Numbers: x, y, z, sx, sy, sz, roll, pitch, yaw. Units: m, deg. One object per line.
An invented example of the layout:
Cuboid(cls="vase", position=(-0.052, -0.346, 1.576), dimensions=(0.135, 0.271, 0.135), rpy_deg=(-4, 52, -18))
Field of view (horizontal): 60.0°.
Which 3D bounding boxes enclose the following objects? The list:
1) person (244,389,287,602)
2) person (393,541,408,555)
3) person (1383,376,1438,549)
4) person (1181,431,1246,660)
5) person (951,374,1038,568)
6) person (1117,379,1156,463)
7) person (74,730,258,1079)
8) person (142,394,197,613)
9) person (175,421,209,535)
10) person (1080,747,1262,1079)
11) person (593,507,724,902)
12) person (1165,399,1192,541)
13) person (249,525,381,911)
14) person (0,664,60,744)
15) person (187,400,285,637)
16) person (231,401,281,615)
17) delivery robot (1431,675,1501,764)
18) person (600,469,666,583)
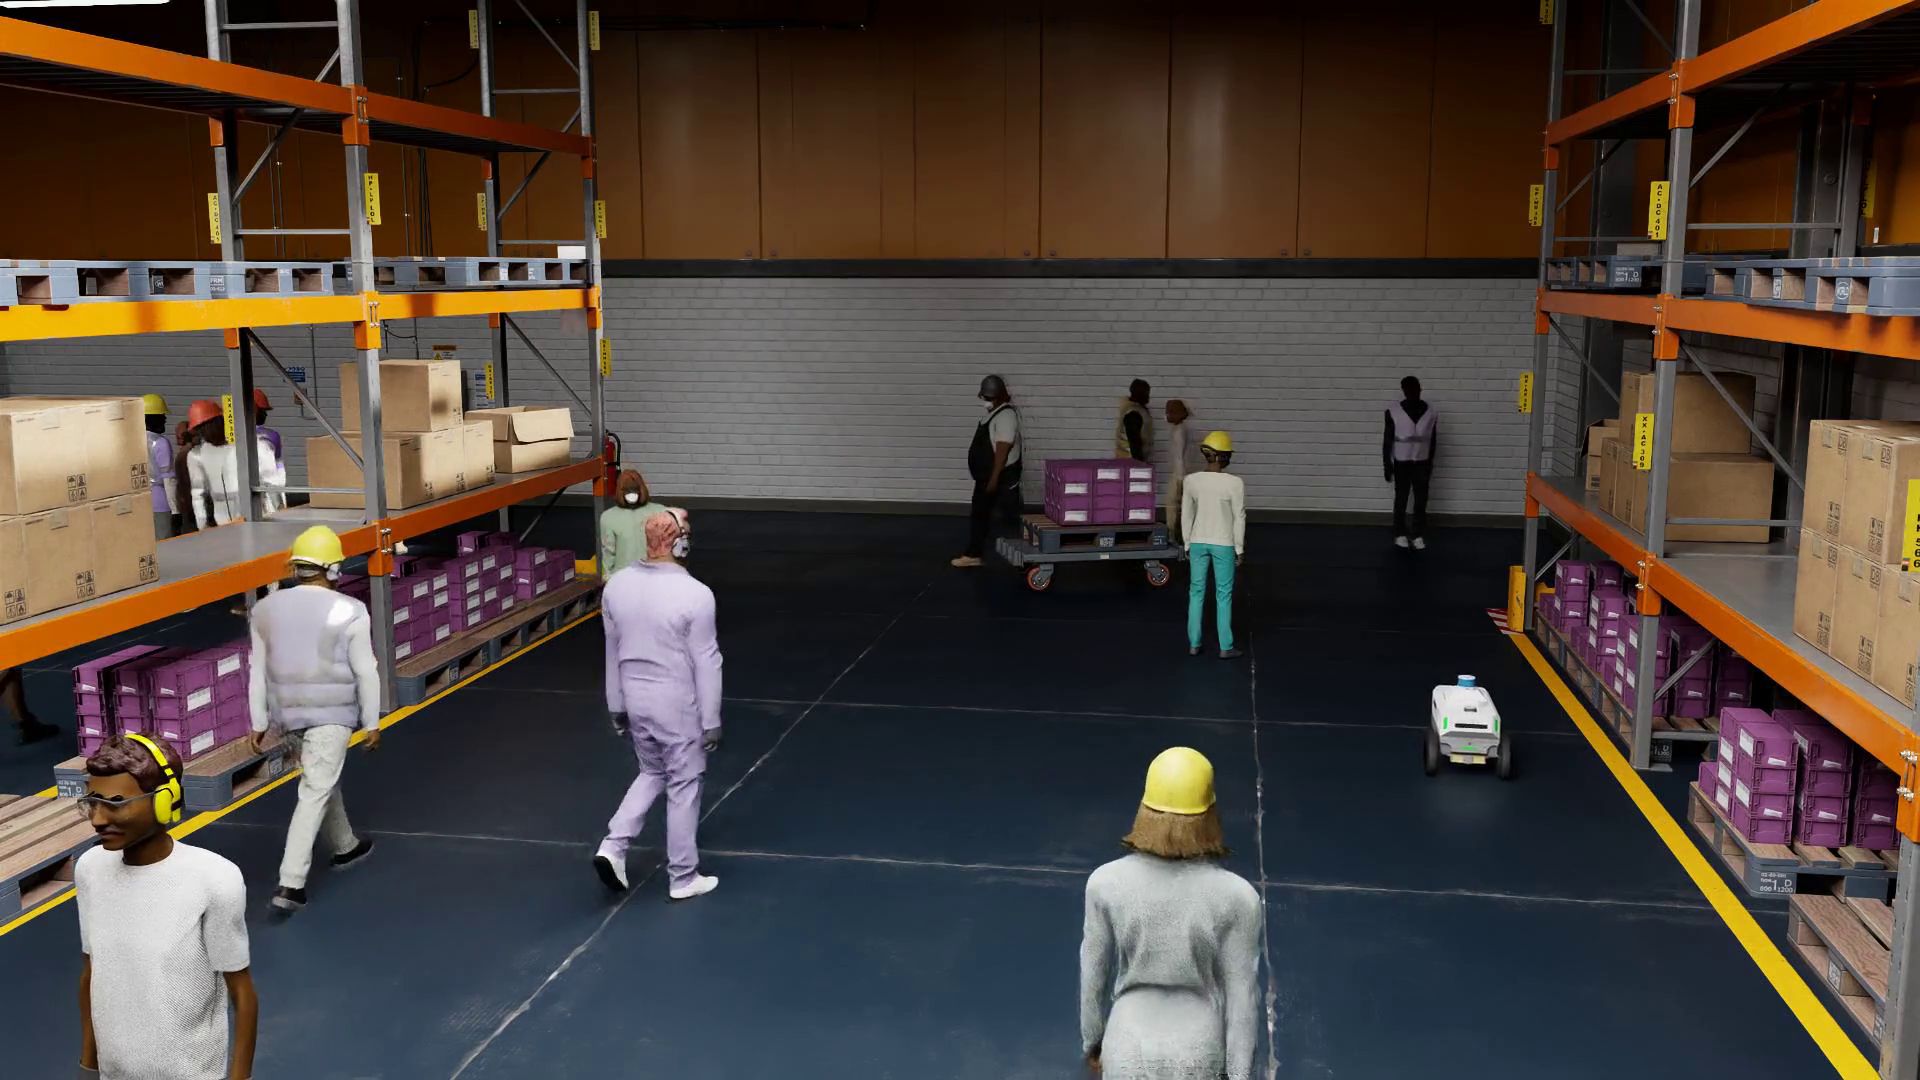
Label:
Cuboid(cls="person", position=(-6.305, -0.384, 14.950), dimensions=(0.544, 1.933, 0.376), rpy_deg=(1, 9, 7))
Cuboid(cls="person", position=(-6.093, -0.674, 17.478), dimensions=(0.530, 1.692, 0.322), rpy_deg=(-1, 9, -5))
Cuboid(cls="person", position=(4.817, -0.825, 17.844), dimensions=(0.611, 1.870, 0.653), rpy_deg=(0, 9, 0))
Cuboid(cls="person", position=(1.959, 0.042, 12.844), dimensions=(0.526, 1.765, 0.329), rpy_deg=(6, 11, 33))
Cuboid(cls="person", position=(0.456, -0.717, 16.673), dimensions=(0.954, 2.000, 0.683), rpy_deg=(-3, 10, -16))
Cuboid(cls="person", position=(1.974, -0.908, 18.613), dimensions=(0.433, 1.810, 0.759), rpy_deg=(1, 9, 7))
Cuboid(cls="person", position=(-2.017, 1.396, 4.197), dimensions=(0.528, 1.861, 0.321), rpy_deg=(2, 9, 13))
Cuboid(cls="person", position=(-6.997, -0.309, 14.502), dimensions=(0.587, 1.927, 0.368), rpy_deg=(5, 11, 29))
Cuboid(cls="person", position=(-7.001, -0.260, 15.155), dimensions=(0.369, 1.649, 0.527), rpy_deg=(-4, 10, -23))
Cuboid(cls="person", position=(0.592, 1.396, 4.662), dimensions=(0.508, 1.693, 0.874), rpy_deg=(2, 10, 15))
Cuboid(cls="person", position=(-1.405, 0.794, 7.808), dimensions=(0.645, 1.896, 0.527), rpy_deg=(6, 11, 33))
Cuboid(cls="person", position=(2.431, -0.725, 18.014), dimensions=(0.675, 1.607, 0.512), rpy_deg=(2, 9, 10))
Cuboid(cls="person", position=(-3.096, 0.831, 7.947), dimensions=(0.603, 1.783, 0.964), rpy_deg=(2, 9, 11))
Cuboid(cls="person", position=(-5.943, 0.407, 10.167), dimensions=(0.538, 1.911, 0.921), rpy_deg=(3, 10, 16))
Cuboid(cls="person", position=(-5.748, -0.123, 13.210), dimensions=(0.701, 1.980, 0.659), rpy_deg=(1, 9, 6))
Cuboid(cls="person", position=(-6.092, -0.263, 14.358), dimensions=(0.574, 1.883, 0.360), rpy_deg=(8, 12, 40))
Cuboid(cls="delivery robot", position=(3.040, 1.057, 10.012), dimensions=(0.477, 0.478, 0.707), rpy_deg=(2, 9, 11))
Cuboid(cls="person", position=(-2.314, 0.270, 11.908), dimensions=(0.509, 1.604, 0.657), rpy_deg=(-3, 10, -18))
